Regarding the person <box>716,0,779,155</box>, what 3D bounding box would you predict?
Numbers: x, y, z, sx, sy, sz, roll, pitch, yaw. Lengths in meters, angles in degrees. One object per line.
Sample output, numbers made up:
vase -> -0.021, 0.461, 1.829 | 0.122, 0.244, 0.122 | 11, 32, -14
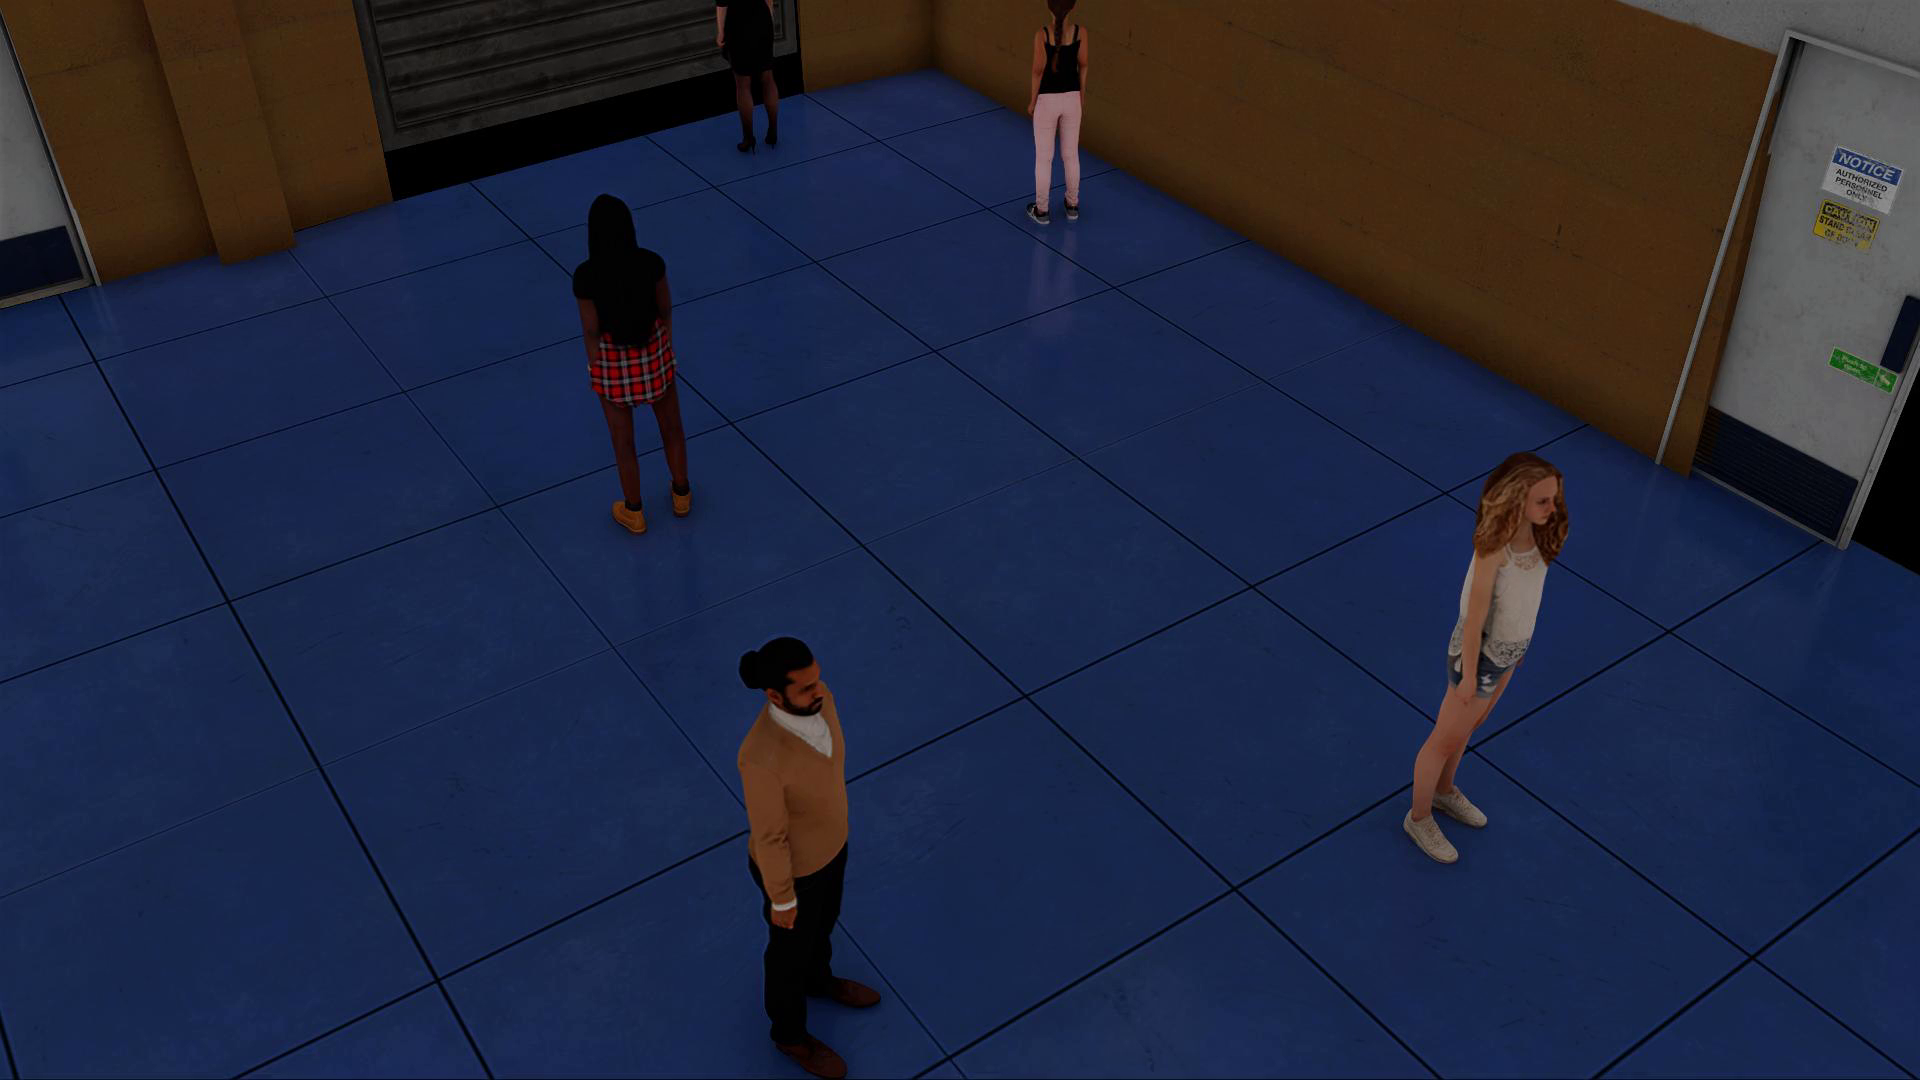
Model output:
person -> -1.447, -3.476, 11.344 | 0.438, 1.705, 0.653 | -21, 42, -25

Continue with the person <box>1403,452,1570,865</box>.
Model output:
person -> 1.909, 0.422, 6.119 | 0.669, 1.759, 0.509 | 30, 46, 34

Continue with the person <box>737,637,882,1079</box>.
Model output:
person -> -0.508, 1.000, 5.353 | 0.815, 1.754, 0.725 | 11, 38, 14

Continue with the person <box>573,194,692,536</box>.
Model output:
person -> -1.530, -0.811, 7.788 | 0.553, 1.728, 0.692 | -18, 41, -23

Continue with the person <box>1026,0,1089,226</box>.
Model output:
person -> 0.621, -2.764, 10.526 | 0.541, 1.565, 0.654 | -9, 38, -12
